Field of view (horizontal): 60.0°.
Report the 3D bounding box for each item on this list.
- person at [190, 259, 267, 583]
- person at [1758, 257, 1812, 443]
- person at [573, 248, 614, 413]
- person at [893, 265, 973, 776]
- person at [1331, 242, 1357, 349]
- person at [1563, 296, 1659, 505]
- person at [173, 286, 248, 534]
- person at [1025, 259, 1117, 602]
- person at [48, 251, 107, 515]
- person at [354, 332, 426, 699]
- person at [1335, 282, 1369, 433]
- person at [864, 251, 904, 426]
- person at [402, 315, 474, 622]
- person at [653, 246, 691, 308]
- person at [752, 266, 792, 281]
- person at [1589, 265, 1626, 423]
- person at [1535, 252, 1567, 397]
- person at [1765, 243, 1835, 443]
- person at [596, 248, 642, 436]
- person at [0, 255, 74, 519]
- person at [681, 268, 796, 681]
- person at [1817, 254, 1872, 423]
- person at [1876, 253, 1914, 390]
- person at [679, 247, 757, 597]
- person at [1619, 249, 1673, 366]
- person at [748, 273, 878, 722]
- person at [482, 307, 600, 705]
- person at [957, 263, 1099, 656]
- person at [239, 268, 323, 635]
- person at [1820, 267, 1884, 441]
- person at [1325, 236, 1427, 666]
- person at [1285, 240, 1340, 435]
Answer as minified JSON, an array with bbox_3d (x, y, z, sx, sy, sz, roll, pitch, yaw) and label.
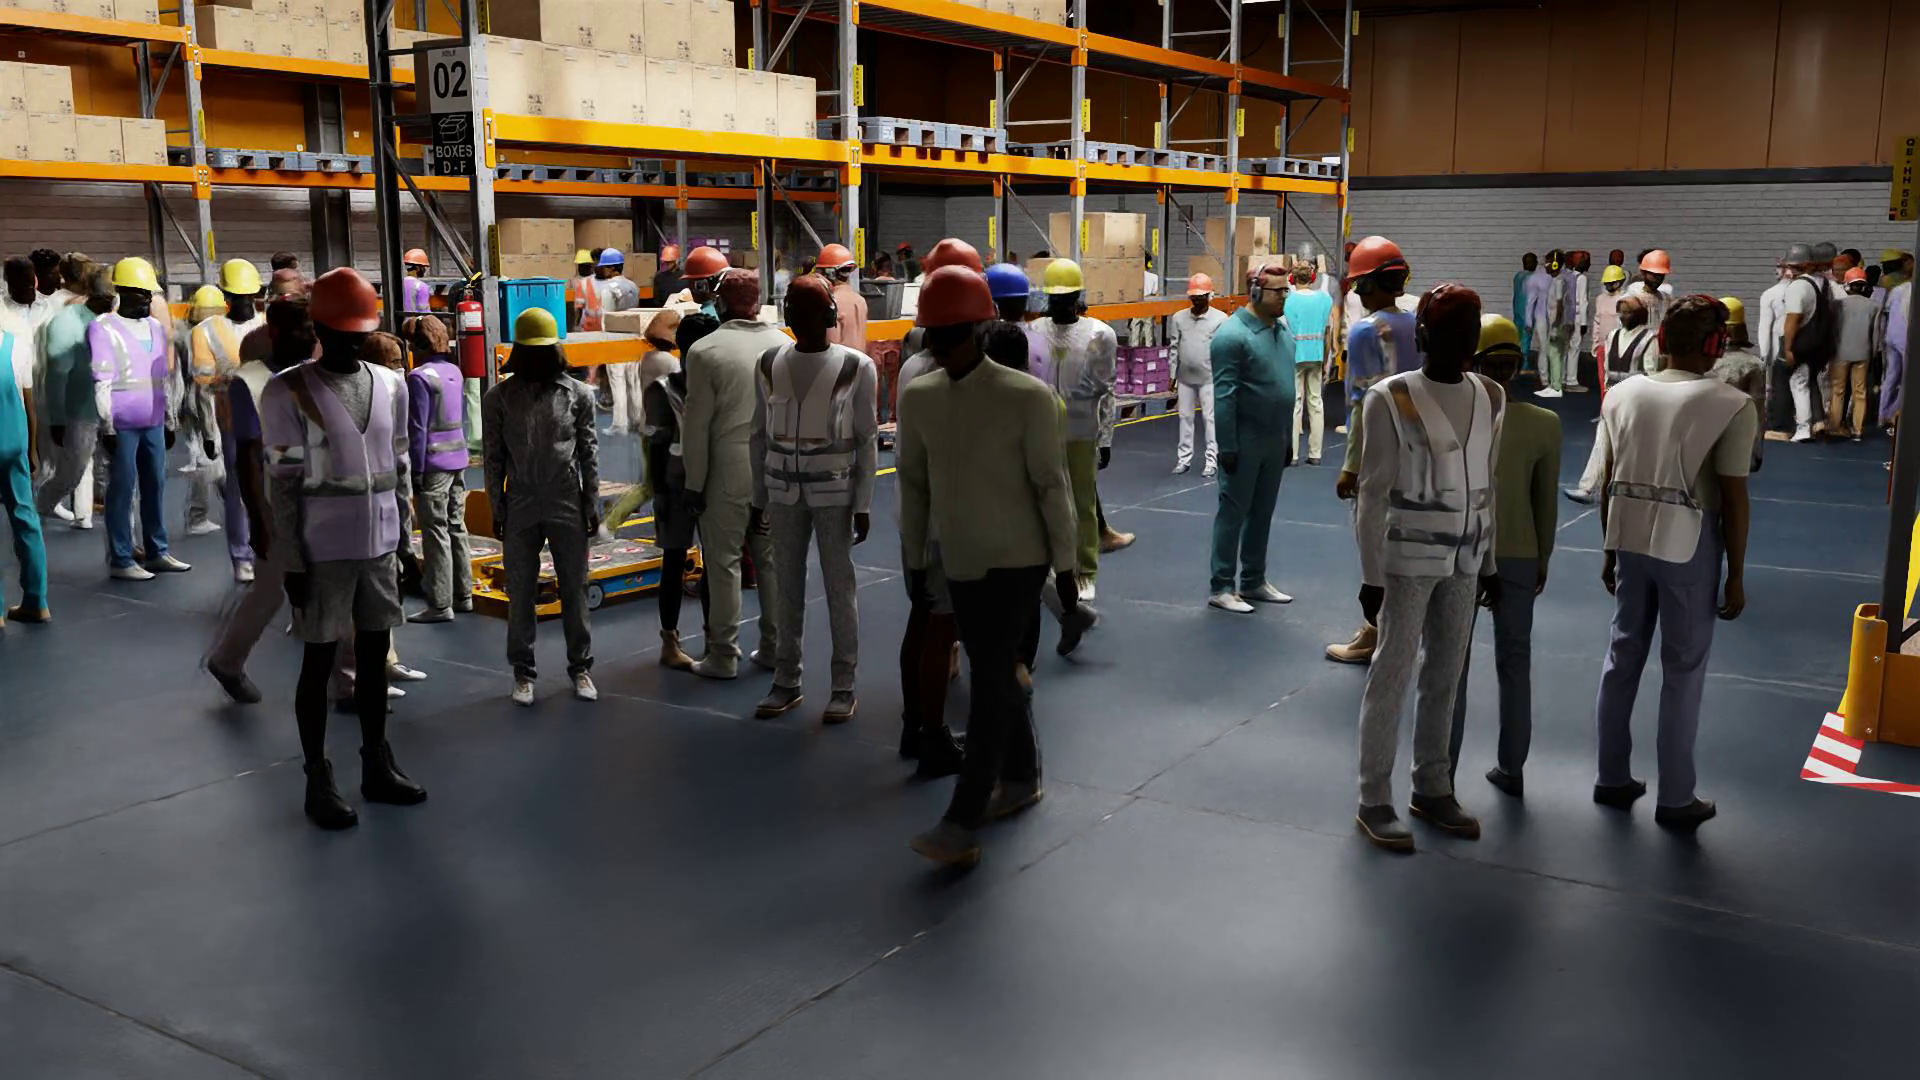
[{"bbox_3d":[-4.206,-0.698,9.864,0.591,1.913,0.399,-10,14,-43],"label":"person"},{"bbox_3d":[8.338,-1.917,16.783,0.647,1.858,0.987,0,10,0],"label":"person"},{"bbox_3d":[-4.252,-2.458,19.572,0.633,1.911,0.985,2,10,11],"label":"person"},{"bbox_3d":[-0.053,-0.071,6.340,0.387,1.930,0.544,-3,11,-18],"label":"person"},{"bbox_3d":[6.613,-4.093,28.473,0.612,1.986,0.407,-4,11,-23],"label":"person"},{"bbox_3d":[4.980,-1.027,12.524,0.835,1.592,0.544,-5,12,-28],"label":"person"},{"bbox_3d":[-5.214,-0.925,11.700,0.503,1.695,0.884,3,11,17],"label":"person"},{"bbox_3d":[0.582,-0.608,9.343,0.586,1.920,0.397,4,11,19],"label":"person"},{"bbox_3d":[-6.484,-1.159,12.331,0.362,1.939,0.636,0,10,1],"label":"person"},{"bbox_3d":[-2.581,-0.111,7.408,0.297,1.624,0.497,1,10,4],"label":"person"},{"bbox_3d":[4.203,-2.038,17.476,0.429,1.844,0.627,9,14,42],"label":"person"},{"bbox_3d":[-0.795,-2.098,17.643,0.598,1.905,0.390,-8,13,-38],"label":"person"},{"bbox_3d":[-2.783,-0.380,8.872,0.313,1.631,0.524,1,10,7],"label":"person"},{"bbox_3d":[-3.857,-2.973,22.440,0.648,1.935,0.855,3,11,17],"label":"person"},{"bbox_3d":[-2.735,-3.322,24.417,0.767,1.924,0.442,-6,12,-28],"label":"person"},{"bbox_3d":[7.144,-2.128,18.239,0.376,1.752,0.519,-5,11,-26],"label":"person"},{"bbox_3d":[7.678,-2.780,21.518,0.314,1.867,0.532,3,11,14],"label":"person"},{"bbox_3d":[8.442,-1.982,16.611,0.704,2.000,0.719,-4,11,-22],"label":"person"},{"bbox_3d":[-3.532,-2.041,17.238,0.418,1.939,0.612,4,11,20],"label":"person"},{"bbox_3d":[-6.695,-1.080,11.961,0.373,1.914,0.597,8,13,36],"label":"person"},{"bbox_3d":[-1.014,-0.303,7.725,0.651,1.896,0.402,-9,14,-42],"label":"person"},{"bbox_3d":[9.530,-2.146,17.994,0.470,1.869,0.615,-10,14,-43],"label":"person"},{"bbox_3d":[12.746,-2.956,22.565,0.429,1.844,0.621,-8,13,-39],"label":"person"},{"bbox_3d":[-1.388,-0.665,9.482,0.408,1.987,0.620,7,12,34],"label":"person"},{"bbox_3d":[6.978,-1.983,16.939,0.483,1.928,0.627,-8,13,-38],"label":"person"},{"bbox_3d":[-0.627,-0.171,7.016,0.575,1.885,0.355,3,11,17],"label":"person"},{"bbox_3d":[-1.810,-0.140,7.251,0.485,1.737,0.321,-3,11,-15],"label":"person"},{"bbox_3d":[0.285,-0.383,8.103,0.865,1.920,0.611,5,11,24],"label":"person"},{"bbox_3d":[-3.478,-0.487,8.772,0.658,1.879,0.727,1,10,6],"label":"person"},{"bbox_3d":[8.963,-1.867,16.773,0.559,1.752,0.326,0,10,1],"label":"person"},{"bbox_3d":[1.972,-0.414,7.937,0.403,2.036,0.609,9,13,40],"label":"person"},{"bbox_3d":[3.612,-2.119,17.374,0.690,2.000,0.684,1,10,5],"label":"person"}]
